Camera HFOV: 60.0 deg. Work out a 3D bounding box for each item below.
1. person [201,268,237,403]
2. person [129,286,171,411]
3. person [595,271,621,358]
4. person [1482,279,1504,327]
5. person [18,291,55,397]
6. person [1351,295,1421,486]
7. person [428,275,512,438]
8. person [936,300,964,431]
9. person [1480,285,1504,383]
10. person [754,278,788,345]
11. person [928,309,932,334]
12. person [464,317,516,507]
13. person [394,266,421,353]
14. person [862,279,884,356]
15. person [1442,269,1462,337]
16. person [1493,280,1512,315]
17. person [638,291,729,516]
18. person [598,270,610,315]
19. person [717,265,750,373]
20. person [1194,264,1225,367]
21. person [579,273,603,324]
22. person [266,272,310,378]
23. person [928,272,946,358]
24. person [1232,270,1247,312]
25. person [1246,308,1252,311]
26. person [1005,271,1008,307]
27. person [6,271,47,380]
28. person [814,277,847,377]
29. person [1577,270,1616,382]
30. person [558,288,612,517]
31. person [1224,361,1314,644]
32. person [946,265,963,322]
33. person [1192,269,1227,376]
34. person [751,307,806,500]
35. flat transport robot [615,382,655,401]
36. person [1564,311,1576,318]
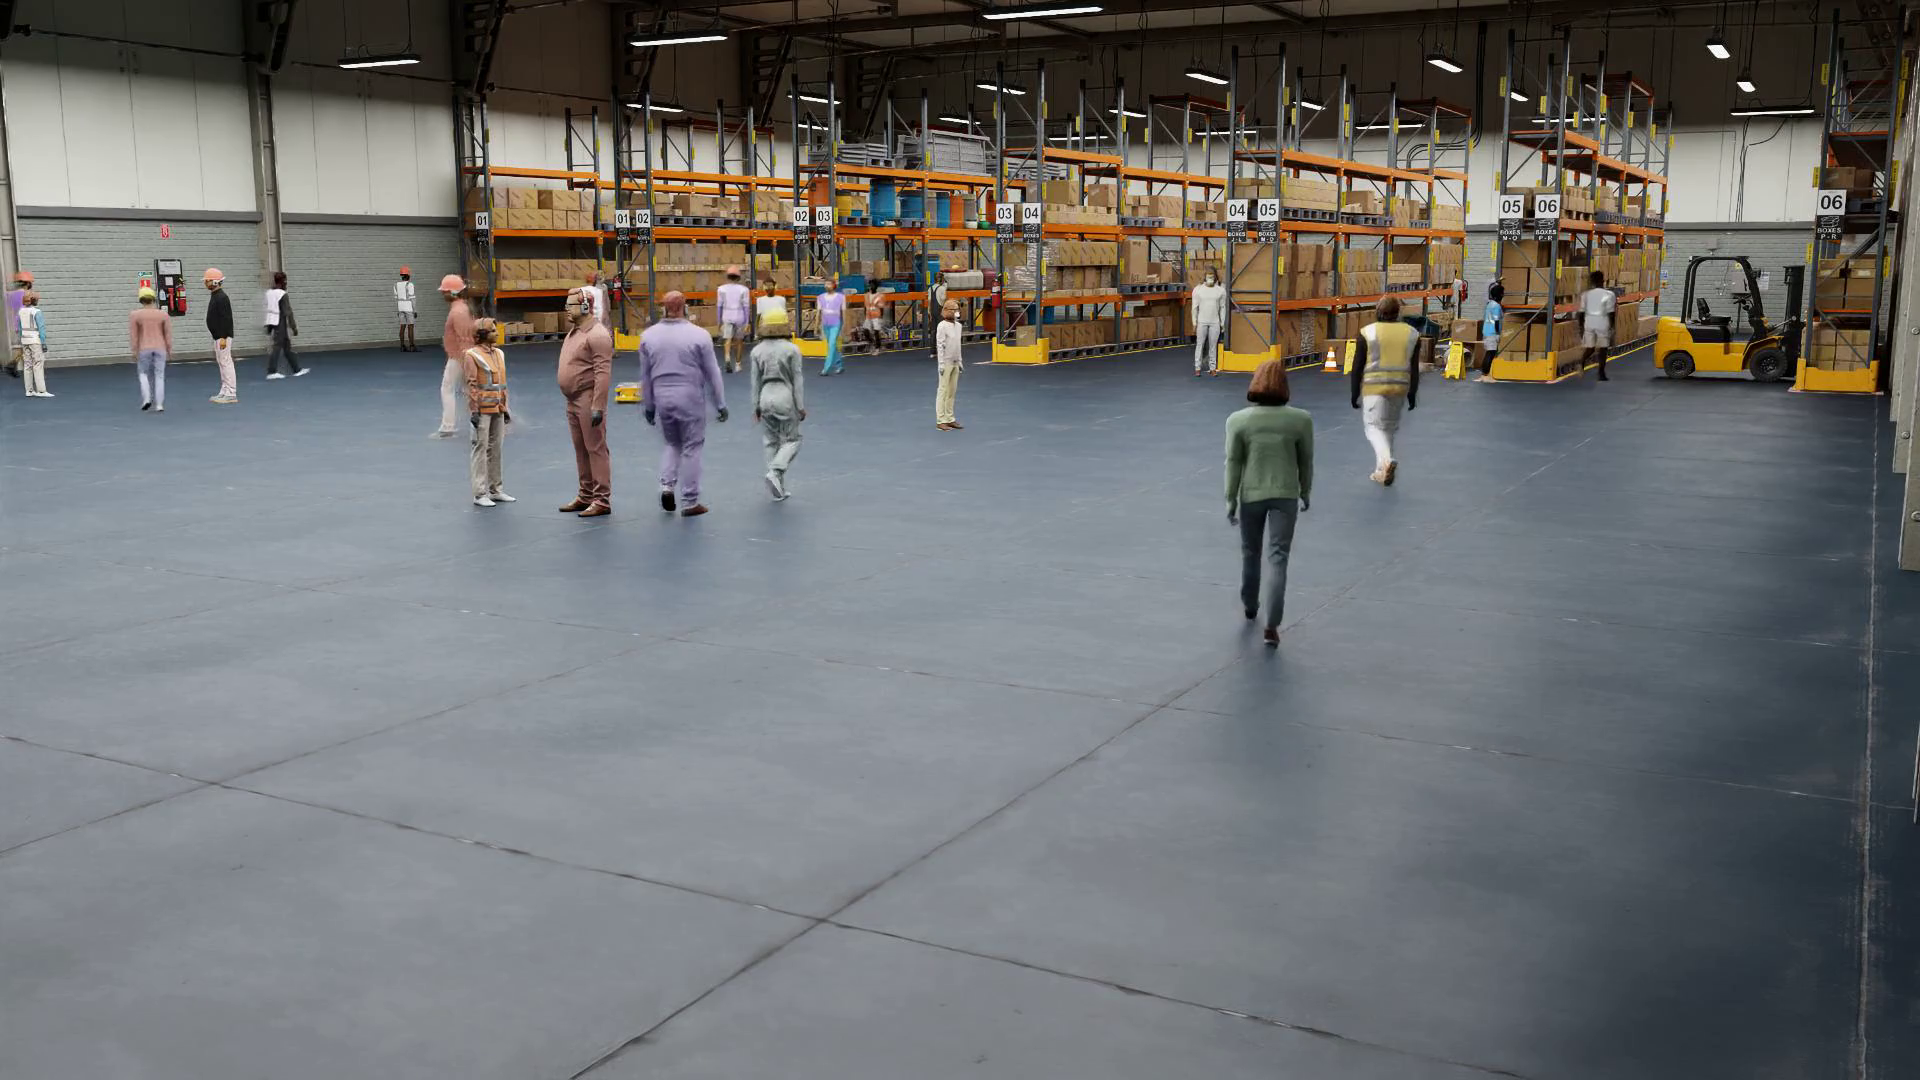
[{"bbox_3d":[-11.012,-3.034,24.736,0.391,1.995,0.613,-6,11,-32],"label":"person"},{"bbox_3d":[-11.361,-2.677,23.380,0.531,1.753,0.433,-6,11,-31],"label":"person"},{"bbox_3d":[-7.702,-4.772,35.274,0.891,1.879,0.651,-7,12,-35],"label":"person"},{"bbox_3d":[15.065,-6.701,46.571,1.011,1.873,0.608,5,11,27],"label":"person"},{"bbox_3d":[-14.303,-3.017,25.678,0.523,1.638,0.310,4,11,24],"label":"person"},{"bbox_3d":[4.036,-1.400,15.718,0.633,1.817,0.799,-1,10,-6],"label":"person"},{"bbox_3d":[-5.901,-2.191,19.913,0.917,1.970,0.603,-1,10,-8],"label":"person"},{"bbox_3d":[-0.119,-2.194,20.873,0.285,1.633,0.501,6,11,32],"label":"person"},{"bbox_3d":[9.153,-3.533,28.577,0.320,1.689,0.542,1,10,7],"label":"person"},{"bbox_3d":[-3.178,-3.489,27.937,0.542,1.828,0.990,1,10,5],"label":"person"},{"bbox_3d":[-0.729,-6.309,44.092,0.545,1.933,0.376,9,13,42],"label":"person"},{"bbox_3d":[-4.132,-1.122,14.562,0.305,1.645,0.522,3,10,19],"label":"person"},{"bbox_3d":[-12.512,-5.207,37.621,0.543,1.939,0.360,4,10,22],"label":"person"},{"bbox_3d":[-1.877,-4.820,36.100,0.547,1.680,0.380,6,11,32],"label":"person"},{"bbox_3d":[13.127,-6.316,44.361,0.510,1.860,0.333,2,10,10],"label":"person"},{"bbox_3d":[13.688,-5.909,41.773,0.629,1.925,0.460,5,11,26],"label":"person"},{"bbox_3d":[-2.317,-1.140,13.986,0.694,1.886,0.433,3,10,18],"label":"person"},{"bbox_3d":[-8.703,-5.597,40.217,0.600,1.829,0.404,5,11,27],"label":"person"},{"bbox_3d":[-4.220,-4.105,30.961,0.617,2.016,0.870,0,10,-1],"label":"person"},{"bbox_3d":[4.859,-4.372,32.439,0.701,2.000,0.680,4,11,23],"label":"person"},{"bbox_3d":[-7.269,-4.303,32.599,0.603,1.858,0.465,4,10,21],"label":"person"},{"bbox_3d":[-12.043,-3.841,29.778,0.627,1.877,0.920,9,13,43],"label":"person"},{"bbox_3d":[-0.456,-4.773,35.375,0.504,1.840,0.345,9,13,42],"label":"person"},{"bbox_3d":[5.945,-4.936,36.199,0.553,1.883,1.002,3,10,19],"label":"person"},{"bbox_3d":[6.827,-5.618,40.297,0.575,1.860,0.852,6,11,32],"label":"person"},{"bbox_3d":[1.315,-7.916,53.180,0.615,2.040,0.391,0,10,2],"label":"person"},{"bbox_3d":[-16.331,-3.730,29.044,0.547,1.920,0.542,5,11,29],"label":"person"},{"bbox_3d":[-2.346,-3.900,30.408,0.584,1.801,0.990,5,11,26],"label":"person"},{"bbox_3d":[10.929,-3.663,28.597,0.650,1.936,0.639,-8,13,-41],"label":"person"},{"bbox_3d":[-3.163,-1.151,13.969,0.407,1.910,0.638,-7,12,-35],"label":"person"},{"bbox_3d":[1.772,-0.234,9.561,0.501,1.582,0.877,2,10,13],"label":"person"},{"bbox_3d":[-0.149,-6.710,46.460,0.590,1.926,0.388,7,12,34],"label":"person"},{"bbox_3d":[4.509,-3.928,30.134,0.629,1.940,0.377,0,10,-1],"label":"person"},{"bbox_3d":[-1.625,-1.194,14.713,0.504,1.728,0.481,4,10,21],"label":"person"},{"bbox_3d":[-4.855,-2.254,25.208,0.652,0.197,1.431,-1,10,-8],"label":"flat transport robot"},{"bbox_3d":[16.929,-6.577,45.939,0.624,1.841,0.430,-7,12,-36],"label":"person"}]
